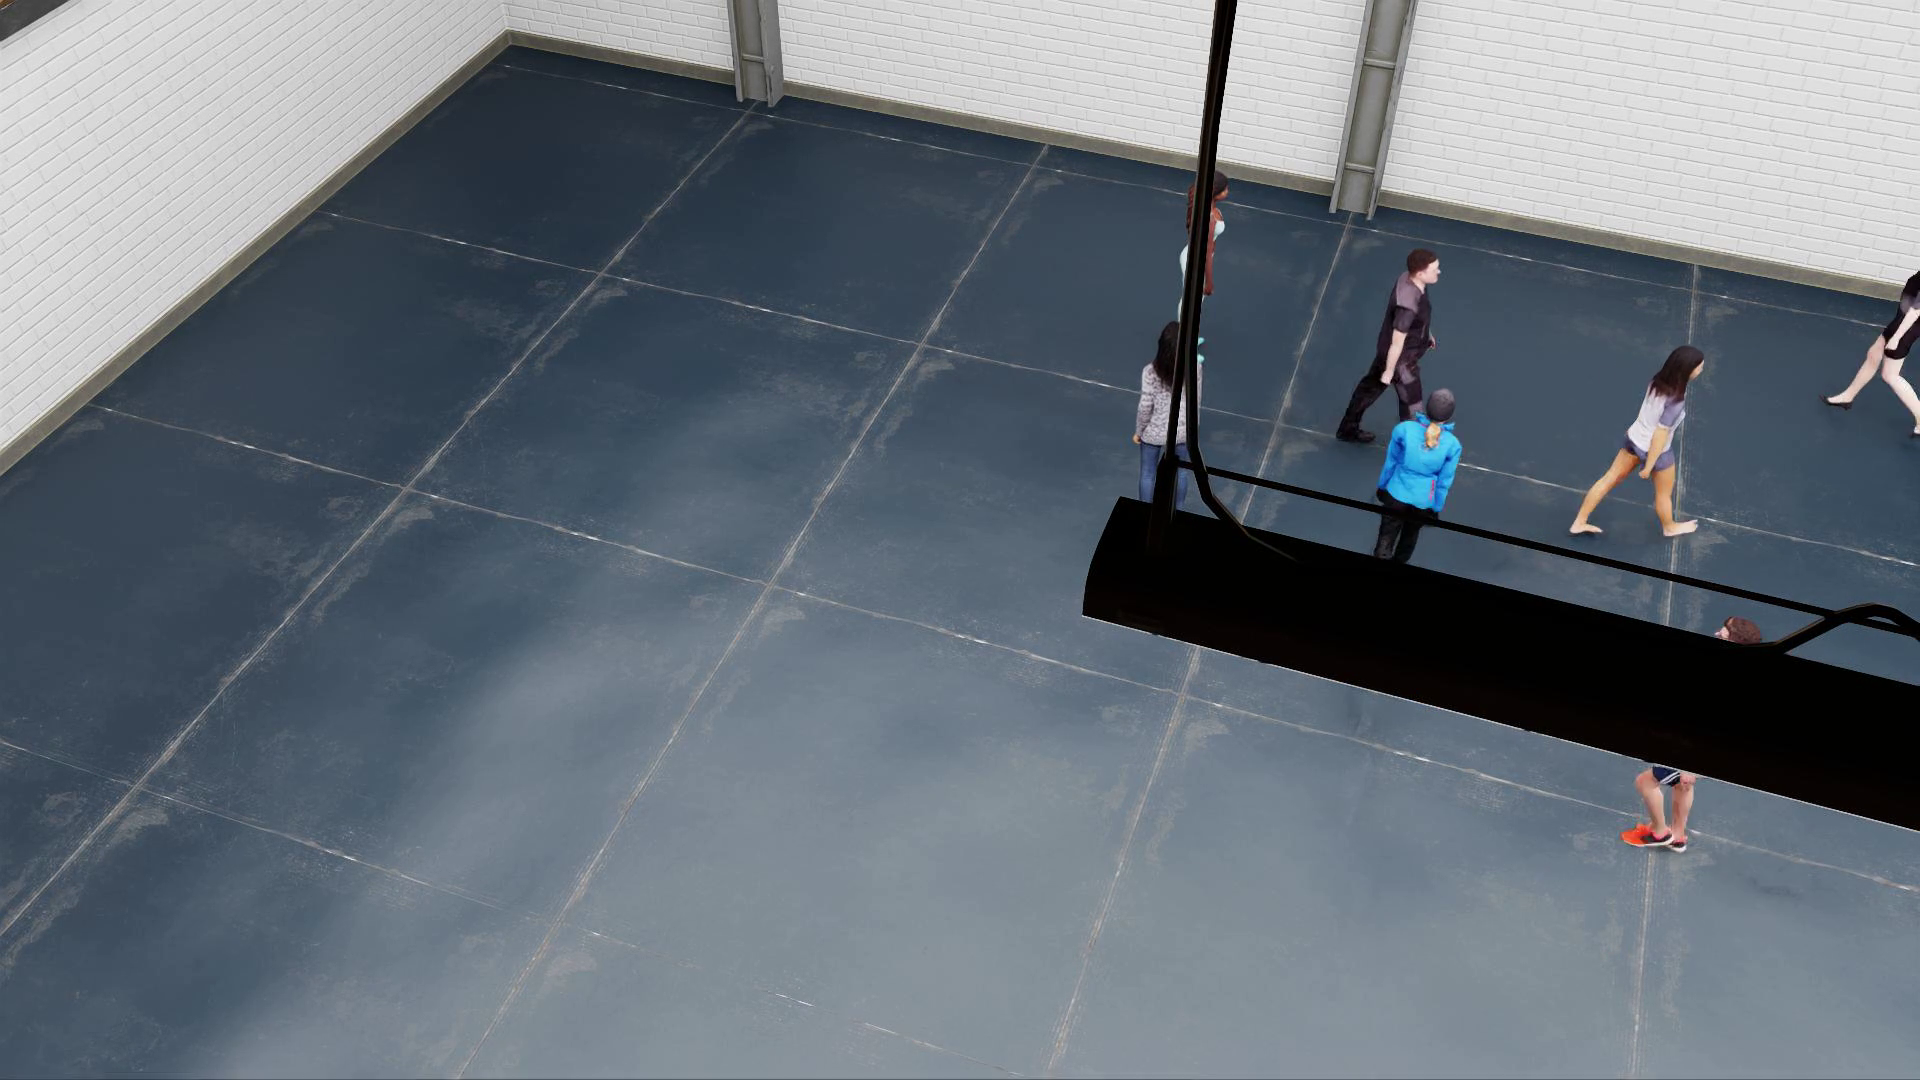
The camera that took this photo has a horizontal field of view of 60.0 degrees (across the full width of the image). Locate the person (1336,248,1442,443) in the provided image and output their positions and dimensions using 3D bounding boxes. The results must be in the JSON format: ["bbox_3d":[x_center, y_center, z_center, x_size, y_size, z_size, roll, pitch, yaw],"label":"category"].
[{"bbox_3d":[3.130,-1.367,12.231,1.147,1.801,0.775,10,45,11],"label":"person"}]

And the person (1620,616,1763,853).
[{"bbox_3d":[4.323,1.190,9.521,0.693,1.837,0.718,20,47,20],"label":"person"}]

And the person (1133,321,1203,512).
[{"bbox_3d":[1.440,-0.797,11.684,0.636,1.731,0.755,-7,44,-8],"label":"person"}]

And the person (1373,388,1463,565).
[{"bbox_3d":[2.975,-0.213,11.040,1.035,1.774,0.745,18,47,18],"label":"person"}]

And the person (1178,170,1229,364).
[{"bbox_3d":[1.865,-2.159,13.119,0.664,1.724,0.647,-4,44,-5],"label":"person"}]

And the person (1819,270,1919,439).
[{"bbox_3d":[7.140,-1.532,12.403,1.163,1.805,0.852,30,51,28],"label":"person"}]

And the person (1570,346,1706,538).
[{"bbox_3d":[4.690,-0.636,11.550,1.197,1.682,0.908,-2,44,-2],"label":"person"}]
